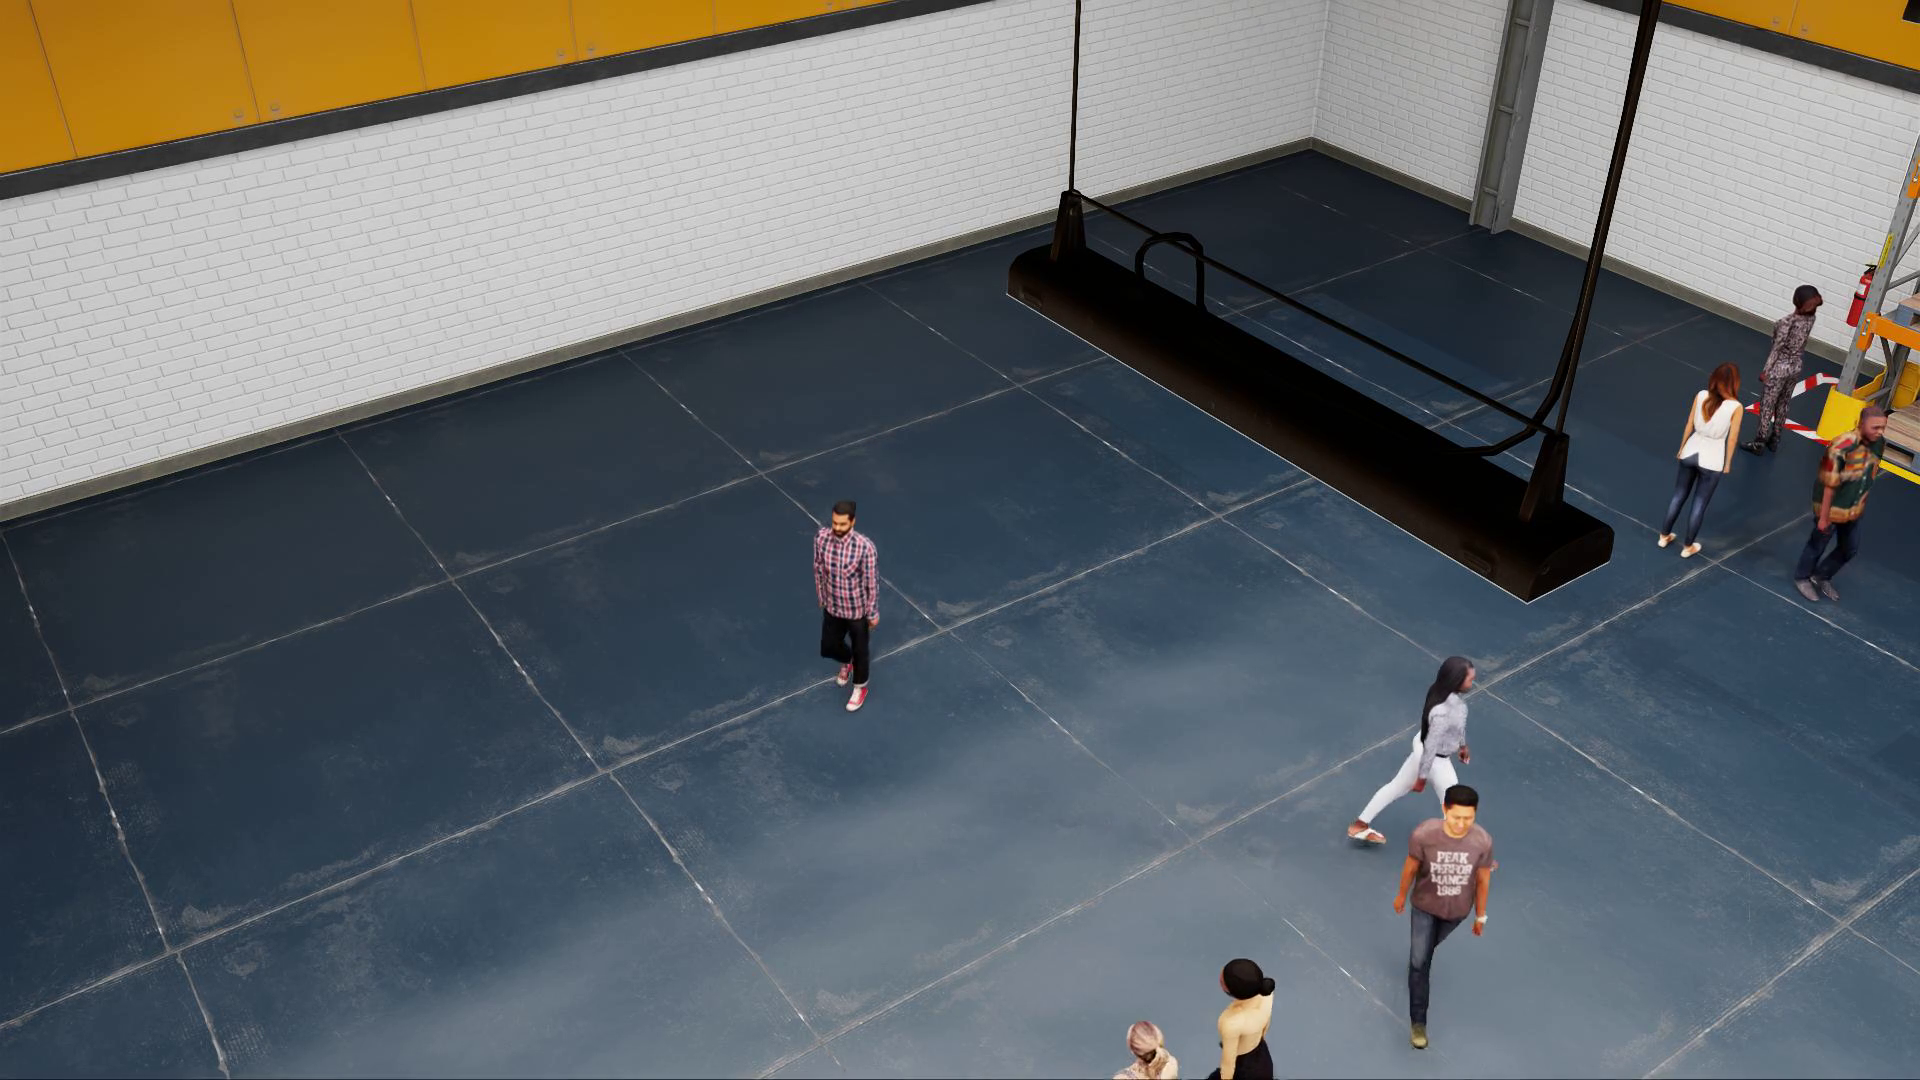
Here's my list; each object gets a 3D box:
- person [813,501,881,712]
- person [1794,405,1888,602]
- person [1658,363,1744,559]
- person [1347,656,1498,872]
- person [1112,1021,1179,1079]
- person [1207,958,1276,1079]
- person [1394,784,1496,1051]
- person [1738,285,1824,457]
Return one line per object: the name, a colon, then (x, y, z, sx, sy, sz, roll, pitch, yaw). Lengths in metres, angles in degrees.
person: (-0.800, 0.435, 12.362, 0.850, 1.746, 0.923, 10, 35, 15)
person: (7.061, -0.336, 13.479, 0.794, 1.792, 0.816, -6, 34, -9)
person: (6.240, -0.673, 13.996, 0.660, 1.782, 0.485, -25, 41, -33)
person: (3.002, 1.448, 10.905, 1.268, 1.670, 1.096, 10, 35, 15)
person: (0.933, 3.102, 8.410, 0.671, 1.678, 1.086, -17, 37, -24)
person: (1.555, 2.885, 8.801, 0.670, 1.607, 1.001, -24, 41, -32)
person: (2.841, 2.085, 9.882, 1.063, 1.742, 1.168, 2, 34, 3)
person: (7.636, -1.579, 15.421, 0.626, 1.713, 0.630, -12, 36, -18)
